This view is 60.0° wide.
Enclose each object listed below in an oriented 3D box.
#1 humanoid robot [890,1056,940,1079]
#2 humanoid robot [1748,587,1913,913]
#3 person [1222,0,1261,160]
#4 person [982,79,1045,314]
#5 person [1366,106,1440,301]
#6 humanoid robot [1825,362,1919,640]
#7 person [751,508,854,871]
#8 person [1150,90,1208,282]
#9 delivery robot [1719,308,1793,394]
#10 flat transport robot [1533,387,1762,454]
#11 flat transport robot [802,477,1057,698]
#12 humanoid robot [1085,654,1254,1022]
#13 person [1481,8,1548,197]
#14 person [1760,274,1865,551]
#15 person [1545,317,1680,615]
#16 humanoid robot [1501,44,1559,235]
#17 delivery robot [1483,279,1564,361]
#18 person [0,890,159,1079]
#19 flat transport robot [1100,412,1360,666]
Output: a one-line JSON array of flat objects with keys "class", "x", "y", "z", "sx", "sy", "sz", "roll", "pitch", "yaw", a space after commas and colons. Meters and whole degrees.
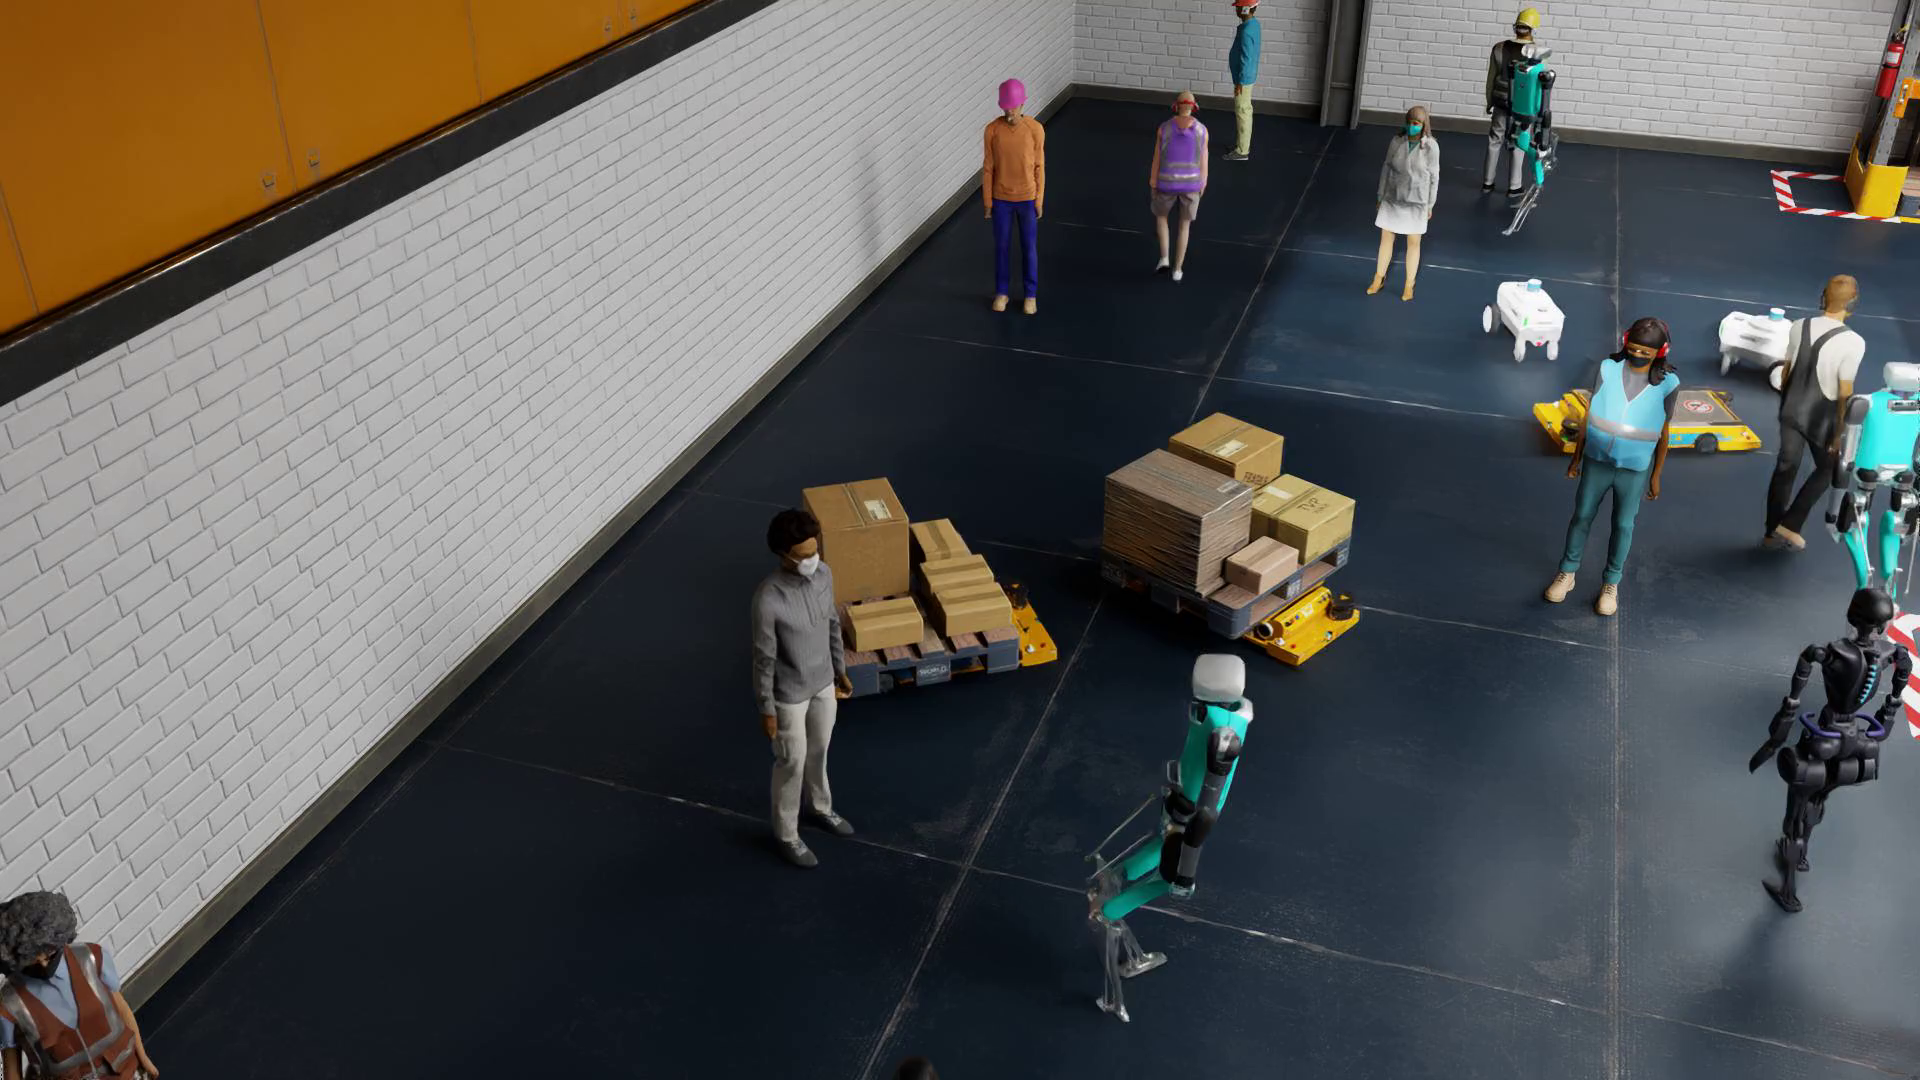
[{"class": "humanoid robot", "x": -0.097, "y": 2.301, "z": 5.371, "sx": 0.613, "sy": 1.620, "sz": 0.794, "roll": -6, "pitch": 31, "yaw": -10}, {"class": "humanoid robot", "x": 3.975, "y": 0.942, "z": 7.643, "sx": 0.584, "sy": 1.646, "sz": 0.478, "roll": -2, "pitch": 30, "yaw": -3}, {"class": "person", "x": 2.955, "y": -4.887, "z": 17.473, "sx": 0.342, "sy": 1.749, "sz": 0.570, "roll": 8, "pitch": 31, "yaw": 14}, {"class": "person", "x": 0.441, "y": -2.846, "z": 13.792, "sx": 0.521, "sy": 1.972, "sz": 0.405, "roll": 4, "pitch": 31, "yaw": 6}, {"class": "person", "x": 3.771, "y": -2.843, "z": 14.086, "sx": 0.491, "sy": 1.659, "sz": 0.339, "roll": 16, "pitch": 34, "yaw": 26}, {"class": "humanoid robot", "x": 5.152, "y": -0.012, "z": 9.284, "sx": 0.530, "sy": 1.851, "sz": 0.779, "roll": 2, "pitch": 31, "yaw": 3}, {"class": "person", "x": -0.765, "y": 0.678, "z": 7.882, "sx": 0.410, "sy": 1.890, "sz": 0.536, "roll": 23, "pitch": 37, "yaw": 34}, {"class": "person", "x": 1.892, "y": -3.056, "z": 14.422, "sx": 0.496, "sy": 1.683, "sz": 0.394, "roll": 3, "pitch": 31, "yaw": 6}, {"class": "delivery robot", "x": 6.286, "y": -1.489, "z": 12.878, "sx": 0.769, "sy": 0.597, "sz": 0.511, "roll": 25, "pitch": 38, "yaw": 35}, {"class": "flat transport robot", "x": 4.995, "y": -0.868, "z": 12.102, "sx": 1.431, "sy": 0.231, "sz": 0.659, "roll": -1, "pitch": 30, "yaw": -2}, {"class": "flat transport robot", "x": -0.215, "y": 0.571, "z": 9.654, "sx": 1.431, "sy": 0.231, "sz": 0.659, "roll": -9, "pitch": 32, "yaw": -14}, {"class": "humanoid robot", "x": 0.778, "y": 1.262, "z": 7.038, "sx": 0.797, "sy": 1.784, "sz": 0.539, "roll": 3, "pitch": 31, "yaw": 6}, {"class": "person", "x": 5.477, "y": -4.309, "z": 16.423, "sx": 0.587, "sy": 1.823, "sz": 0.403, "roll": 21, "pitch": 37, "yaw": 32}, {"class": "person", "x": 5.327, "y": -0.758, "z": 10.384, "sx": 0.410, "sy": 1.817, "sz": 0.572, "roll": -14, "pitch": 33, "yaw": -22}, {"class": "person", "x": 3.872, "y": -0.443, "z": 9.800, "sx": 0.524, "sy": 1.871, "sz": 0.391, "roll": 17, "pitch": 34, "yaw": 26}, {"class": "humanoid robot", "x": 5.471, "y": -3.787, "z": 15.641, "sx": 0.861, "sy": 1.784, "sz": 0.531, "roll": -15, "pitch": 34, "yaw": -24}, {"class": "delivery robot", "x": 4.585, "y": -1.818, "z": 13.423, "sx": 0.499, "sy": 0.581, "sz": 0.768, "roll": -1, "pitch": 30, "yaw": -1}, {"class": "person", "x": -3.142, "y": 1.930, "z": 5.949, "sx": 0.319, "sy": 1.680, "sz": 0.447, "roll": 24, "pitch": 38, "yaw": 35}, {"class": "flat transport robot", "x": 1.644, "y": 0.292, "z": 10.128, "sx": 1.431, "sy": 0.231, "sz": 0.659, "roll": 26, "pitch": 39, "yaw": 37}]
